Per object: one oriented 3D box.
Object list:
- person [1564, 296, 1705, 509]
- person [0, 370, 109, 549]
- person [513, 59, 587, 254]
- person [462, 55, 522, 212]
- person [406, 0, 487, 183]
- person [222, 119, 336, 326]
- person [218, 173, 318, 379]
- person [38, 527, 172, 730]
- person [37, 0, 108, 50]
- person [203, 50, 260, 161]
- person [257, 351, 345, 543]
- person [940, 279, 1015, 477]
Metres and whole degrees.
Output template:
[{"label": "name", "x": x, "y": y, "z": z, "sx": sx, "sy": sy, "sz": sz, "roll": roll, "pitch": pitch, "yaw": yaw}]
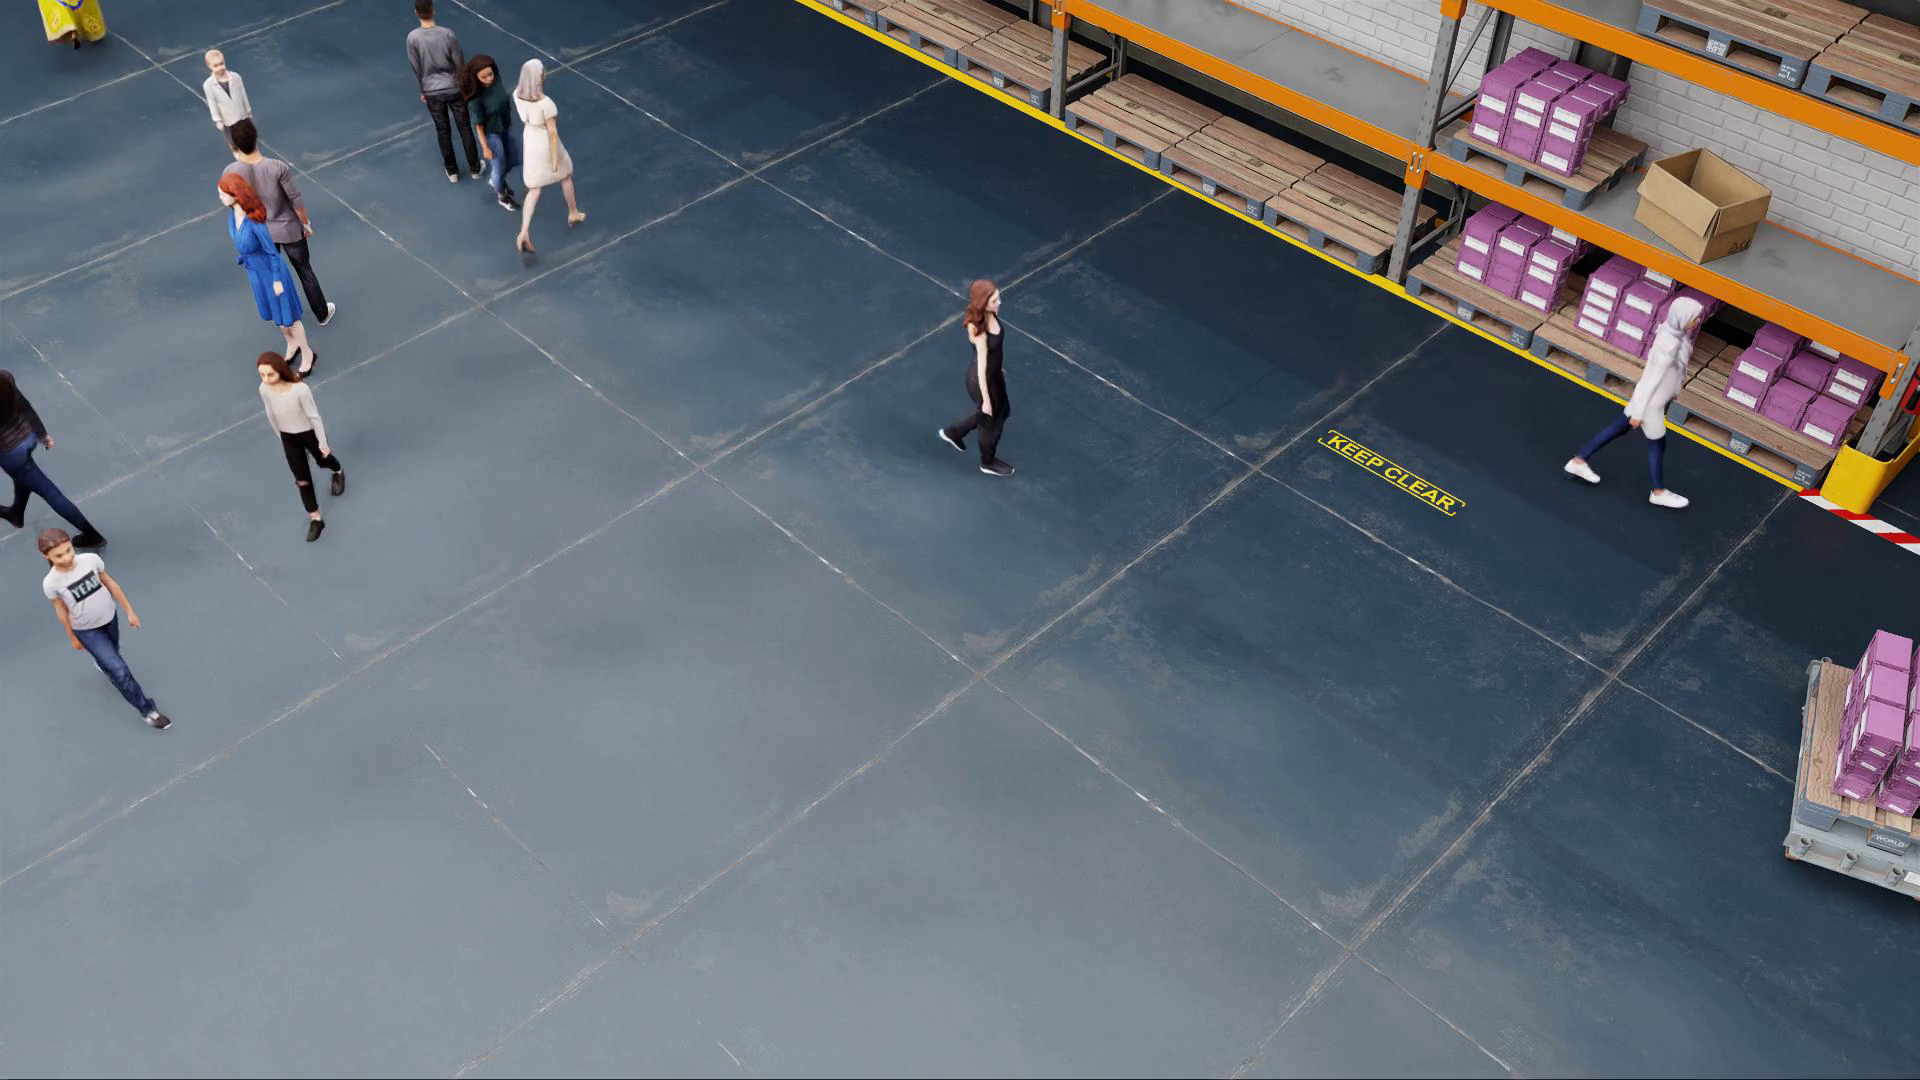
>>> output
[{"label": "person", "x": 4.855, "y": -1.012, "z": 11.924, "sx": 1.210, "sy": 1.732, "sz": 0.892, "roll": 19, "pitch": 47, "yaw": 19}, {"label": "person", "x": -6.431, "y": -0.583, "z": 11.501, "sx": 1.261, "sy": 1.694, "sz": 1.064, "roll": 8, "pitch": 44, "yaw": 9}, {"label": "person", "x": -3.642, "y": -3.259, "z": 14.306, "sx": 1.150, "sy": 1.700, "sz": 0.951, "roll": 16, "pitch": 46, "yaw": 16}, {"label": "person", "x": -4.160, "y": -3.628, "z": 14.778, "sx": 0.821, "sy": 1.583, "sz": 0.721, "roll": 15, "pitch": 46, "yaw": 15}, {"label": "person", "x": -4.700, "y": -4.099, "z": 15.143, "sx": 0.696, "sy": 1.760, "sz": 0.702, "roll": -9, "pitch": 44, "yaw": -9}, {"label": "person", "x": -5.531, "y": -2.529, "z": 13.430, "sx": 0.751, "sy": 1.851, "sz": 0.744, "roll": -8, "pitch": 44, "yaw": -9}, {"label": "person", "x": -5.383, "y": -2.058, "z": 12.952, "sx": 0.669, "sy": 1.827, "sz": 0.497, "roll": -34, "pitch": 53, "yaw": -30}, {"label": "person", "x": -5.491, "y": 0.488, "z": 10.499, "sx": 1.080, "sy": 1.526, "sz": 0.666, "roll": 26, "pitch": 49, "yaw": 25}, {"label": "person", "x": -9.203, "y": -5.775, "z": 16.987, "sx": 0.963, "sy": 1.645, "sz": 1.160, "roll": -19, "pitch": 47, "yaw": -19}, {"label": "person", "x": -6.709, "y": -3.924, "z": 15.325, "sx": 0.642, "sy": 1.257, "sz": 0.900, "roll": -22, "pitch": 48, "yaw": -22}, {"label": "person", "x": -4.666, "y": -0.778, "z": 11.878, "sx": 0.946, "sy": 1.456, "sz": 1.029, "roll": -2, "pitch": 44, "yaw": -2}, {"label": "person", "x": 0.110, "y": -1.186, "z": 12.103, "sx": 0.947, "sy": 1.738, "sz": 0.839, "roll": 9, "pitch": 44, "yaw": 9}]
